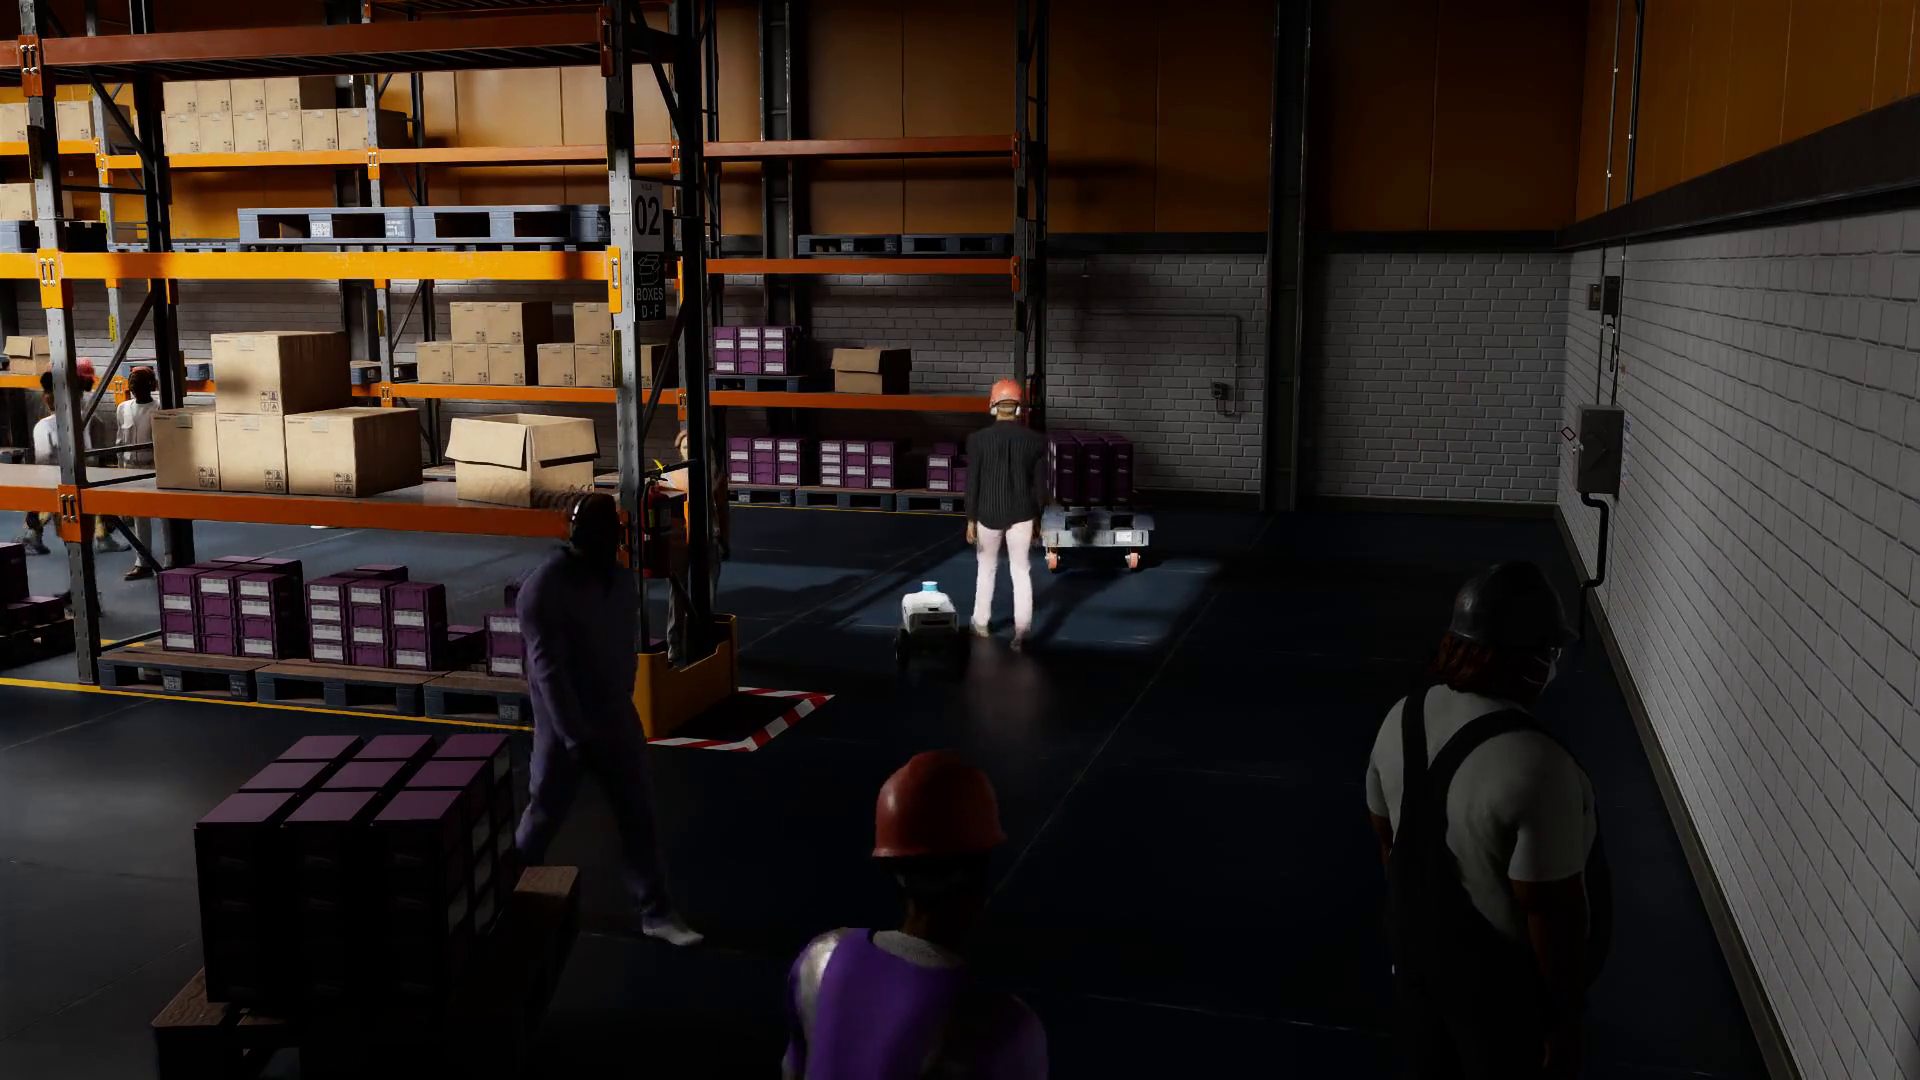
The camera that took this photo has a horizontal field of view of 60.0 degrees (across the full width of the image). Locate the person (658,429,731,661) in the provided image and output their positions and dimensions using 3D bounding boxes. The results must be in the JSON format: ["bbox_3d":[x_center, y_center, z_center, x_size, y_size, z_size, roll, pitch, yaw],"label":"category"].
[{"bbox_3d":[-1.861,0.032,11.596,0.523,1.636,0.311,-1,9,-9],"label":"person"}]

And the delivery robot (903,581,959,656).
[{"bbox_3d":[-0.207,0.531,11.559,0.477,0.478,0.707,-1,9,-6],"label":"delivery robot"}]

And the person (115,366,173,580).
[{"bbox_3d":[-7.111,-0.579,14.567,0.578,1.884,0.353,1,9,7],"label":"person"}]

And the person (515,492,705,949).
[{"bbox_3d":[-1.530,0.718,6.770,0.961,1.861,0.624,7,12,36],"label":"person"}]

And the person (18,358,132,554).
[{"bbox_3d":[-8.531,-0.788,15.857,0.942,1.894,0.543,-4,10,-22],"label":"person"}]

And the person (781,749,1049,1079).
[{"bbox_3d":[-0.055,1.322,2.986,0.667,1.878,0.904,8,13,42],"label":"person"}]

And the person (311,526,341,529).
[{"bbox_3d":[-6.662,-1.067,17.440,0.381,1.919,0.584,0,9,2],"label":"person"}]

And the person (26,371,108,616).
[{"bbox_3d":[-7.052,-0.362,13.079,0.568,1.963,0.659,3,10,16],"label":"person"}]

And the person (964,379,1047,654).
[{"bbox_3d":[0.329,-0.192,12.031,0.628,1.941,0.990,-1,9,-7],"label":"person"}]
